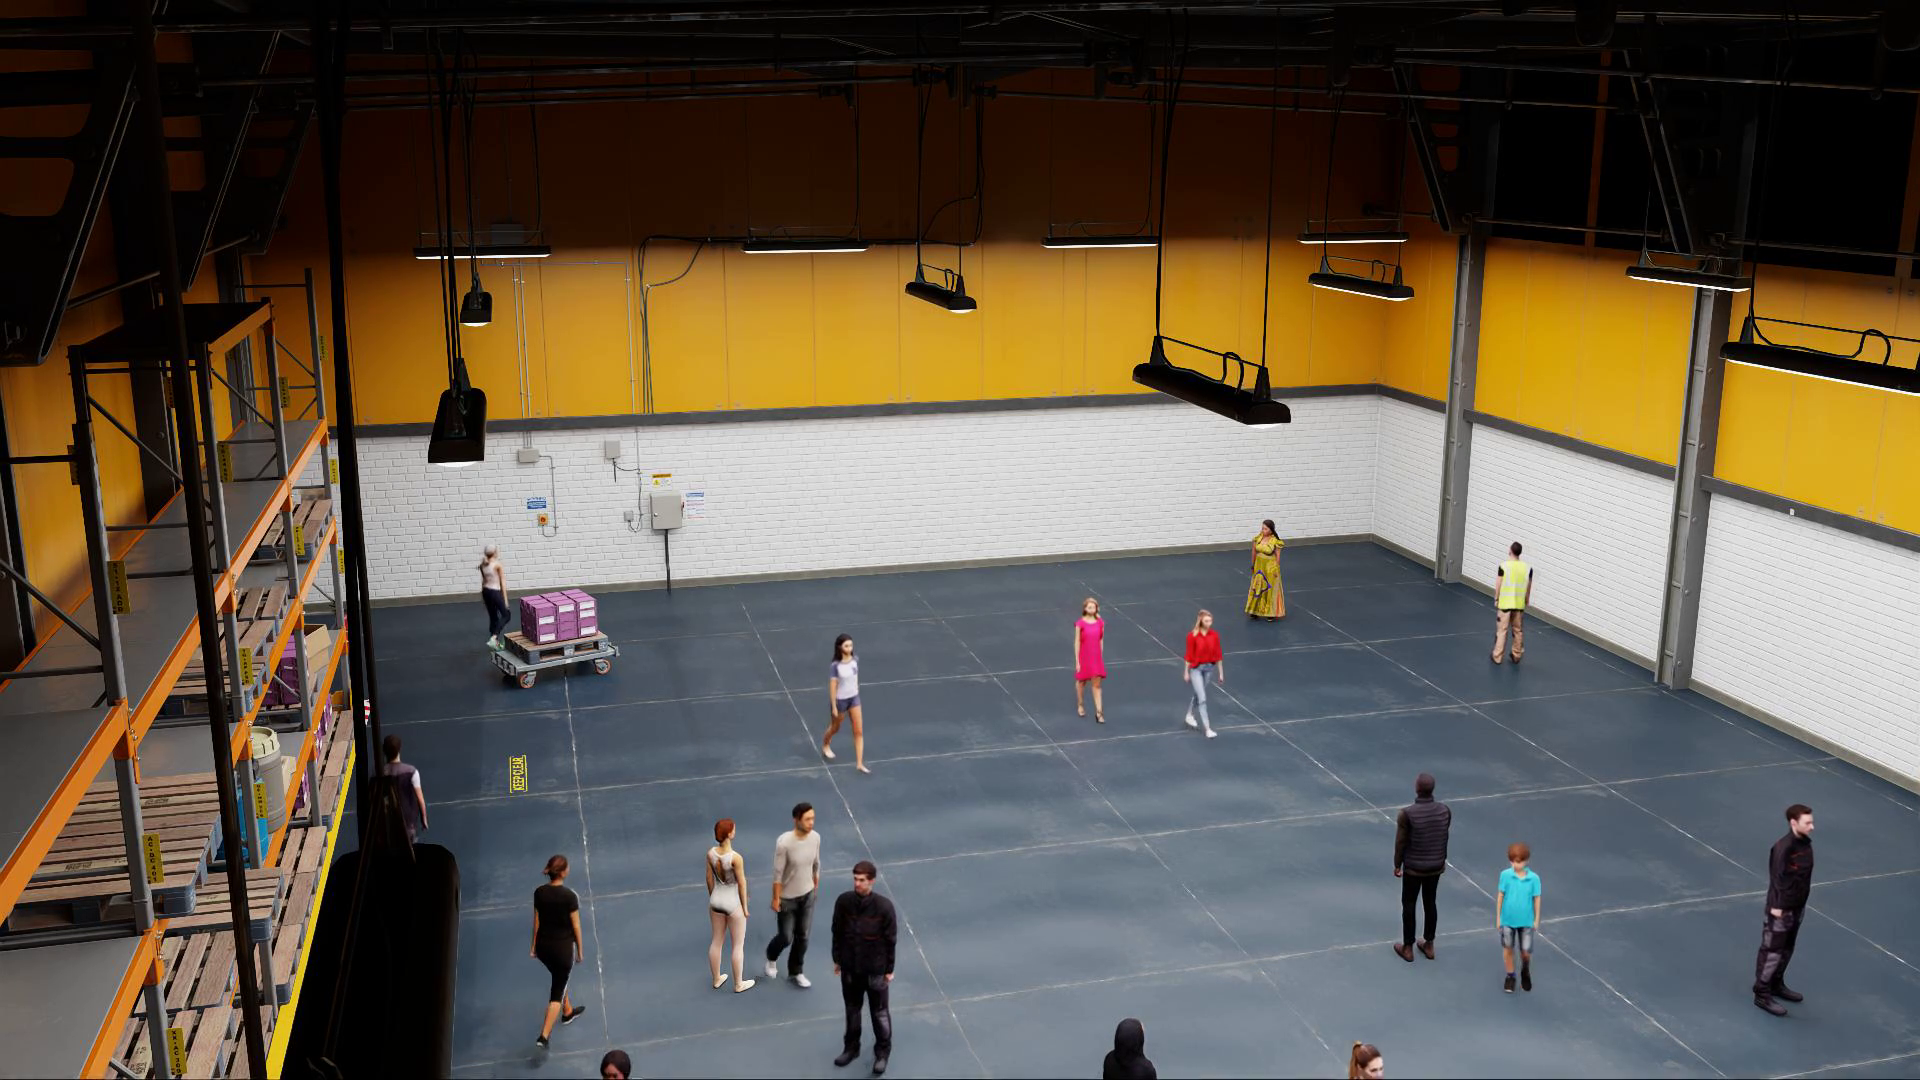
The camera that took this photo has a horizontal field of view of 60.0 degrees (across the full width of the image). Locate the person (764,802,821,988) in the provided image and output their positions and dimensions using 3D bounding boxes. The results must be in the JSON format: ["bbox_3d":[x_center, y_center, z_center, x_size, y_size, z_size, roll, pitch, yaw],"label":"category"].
[{"bbox_3d":[-1.557,3.216,15.199,0.860,1.788,0.945,-10,17,-36],"label":"person"}]

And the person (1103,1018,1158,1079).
[{"bbox_3d":[1.207,4.129,11.801,0.687,1.613,0.770,12,18,40],"label":"person"}]

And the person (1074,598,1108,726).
[{"bbox_3d":[1.683,1.579,22.169,0.611,1.691,1.031,-3,14,-13],"label":"person"}]

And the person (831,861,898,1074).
[{"bbox_3d":[-0.779,3.523,13.826,0.796,1.838,0.797,5,14,19],"label":"person"}]

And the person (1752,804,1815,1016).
[{"bbox_3d":[7.368,3.245,14.814,0.770,1.913,0.743,-11,17,-38],"label":"person"}]

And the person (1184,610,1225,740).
[{"bbox_3d":[3.116,1.722,21.661,0.655,1.651,1.114,-4,14,-17],"label":"person"}]

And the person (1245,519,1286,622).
[{"bbox_3d":[4.934,0.470,26.813,0.991,1.660,1.055,8,16,30],"label":"person"}]

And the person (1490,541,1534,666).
[{"bbox_3d":[8.139,0.926,24.545,0.733,1.842,0.742,-1,14,-5],"label":"person"}]

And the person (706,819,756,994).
[{"bbox_3d":[-2.121,3.309,15.123,0.612,1.643,0.660,7,15,26],"label":"person"}]

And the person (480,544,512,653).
[{"bbox_3d":[-7.036,0.906,24.933,0.810,1.697,0.875,6,15,25],"label":"person"}]

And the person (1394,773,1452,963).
[{"bbox_3d":[4.365,3.072,15.694,0.704,1.835,0.598,-2,14,-8],"label":"person"}]

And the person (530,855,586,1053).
[{"bbox_3d":[-3.489,3.543,14.189,1.028,1.629,1.180,4,14,18],"label":"person"}]

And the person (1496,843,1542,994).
[{"bbox_3d":[5.073,3.411,15.151,0.627,1.433,0.677,5,14,19],"label":"person"}]

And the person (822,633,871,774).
[{"bbox_3d":[-1.466,1.988,20.481,0.927,1.690,1.232,-11,17,-37],"label":"person"}]

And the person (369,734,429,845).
[{"bbox_3d":[-5.612,2.859,16.601,0.720,1.822,1.127,-2,14,-10],"label":"person"}]
